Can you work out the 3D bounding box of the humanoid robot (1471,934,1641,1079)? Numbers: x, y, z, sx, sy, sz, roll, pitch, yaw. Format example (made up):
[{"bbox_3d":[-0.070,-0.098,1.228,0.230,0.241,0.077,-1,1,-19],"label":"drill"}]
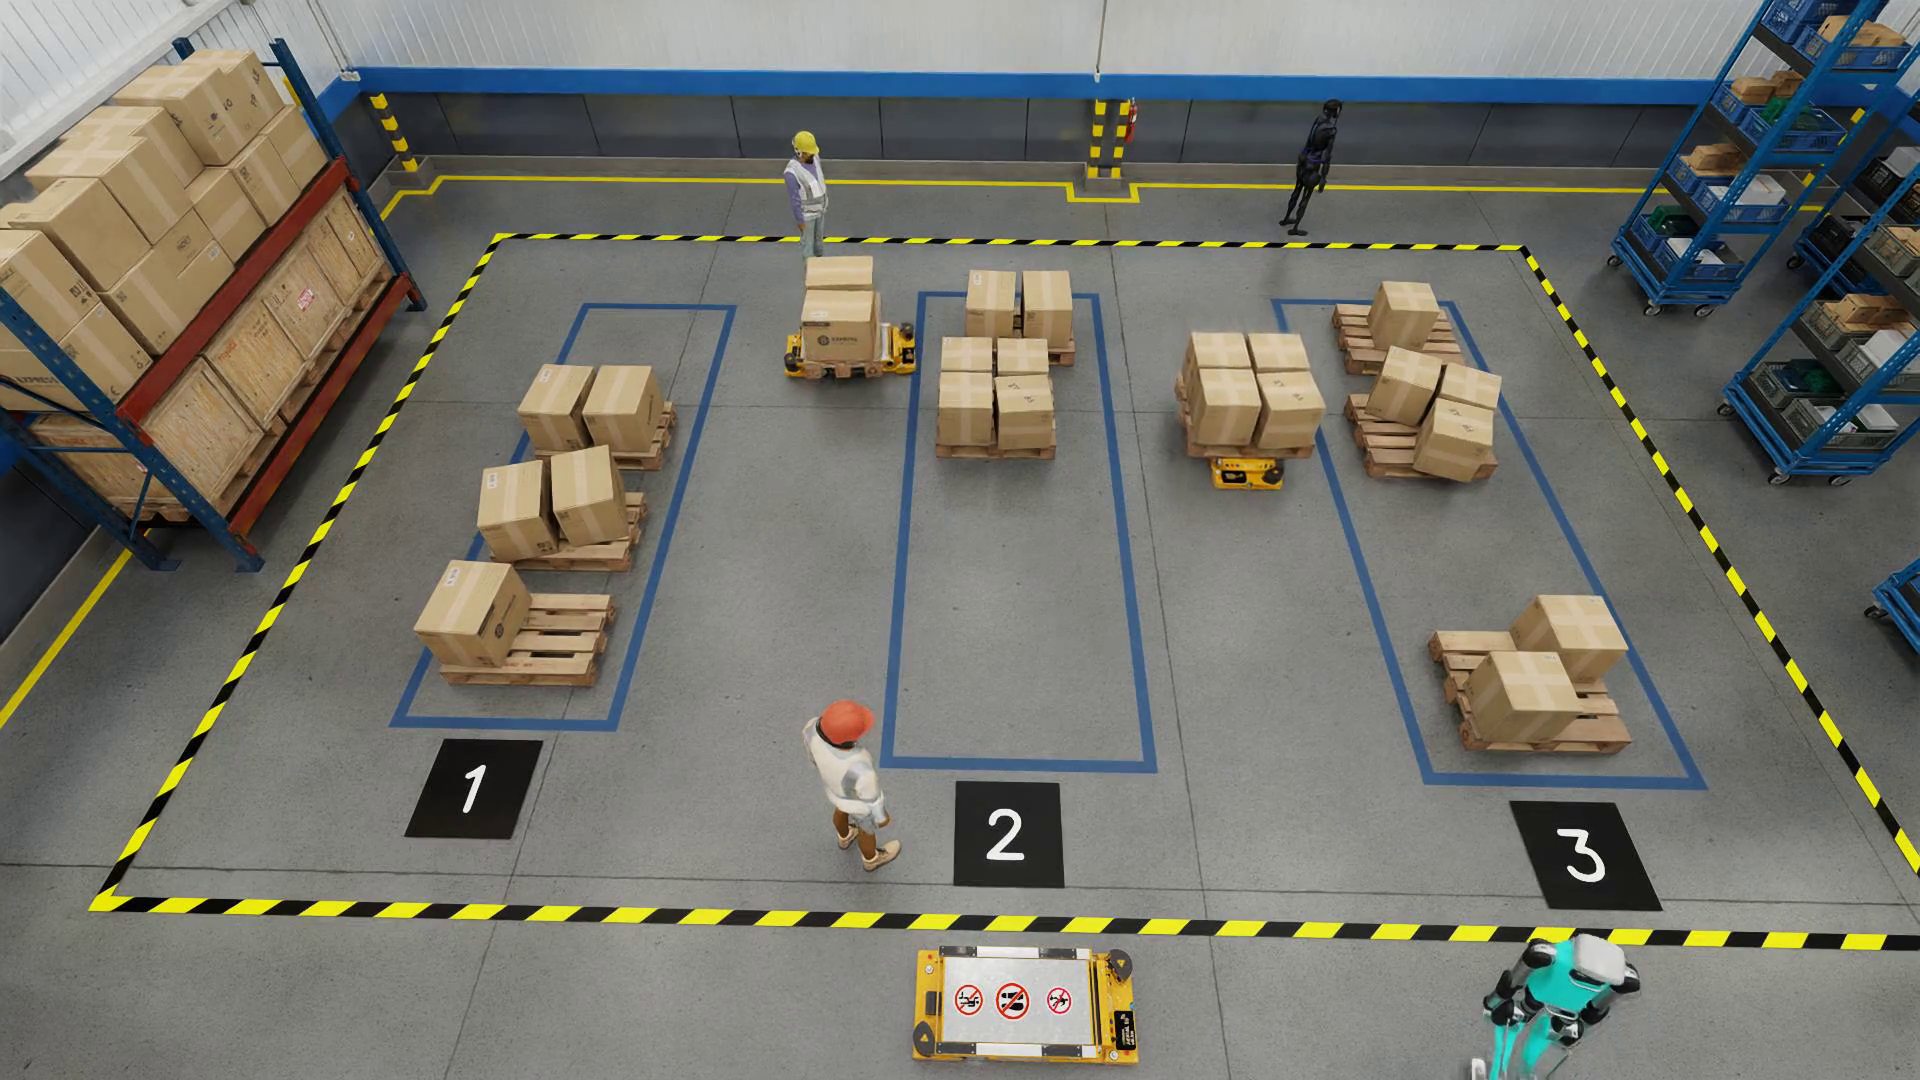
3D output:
[{"bbox_3d":[3.240,2.884,5.211,0.557,1.814,0.787,14,52,11],"label":"humanoid robot"}]

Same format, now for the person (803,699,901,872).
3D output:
[{"bbox_3d":[-0.691,1.618,6.024,0.615,2.040,0.370,36,59,25],"label":"person"}]

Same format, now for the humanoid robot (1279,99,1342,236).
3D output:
[{"bbox_3d":[4.353,-4.614,11.329,0.315,1.657,0.599,-7,51,-6],"label":"humanoid robot"}]

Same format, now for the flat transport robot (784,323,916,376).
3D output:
[{"bbox_3d":[-1.216,-2.127,10.202,1.431,0.197,0.652,-2,51,-2],"label":"flat transport robot"}]

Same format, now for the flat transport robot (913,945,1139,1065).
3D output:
[{"bbox_3d":[0.422,3.041,6.007,1.431,0.231,0.659,1,51,1],"label":"flat transport robot"}]

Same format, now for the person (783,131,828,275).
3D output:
[{"bbox_3d":[-1.716,-3.835,10.607,0.403,1.825,0.588,20,54,16],"label":"person"}]

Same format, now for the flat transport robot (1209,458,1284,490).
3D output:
[{"bbox_3d":[2.840,-1.108,9.371,0.652,0.197,1.431,1,51,1],"label":"flat transport robot"}]
